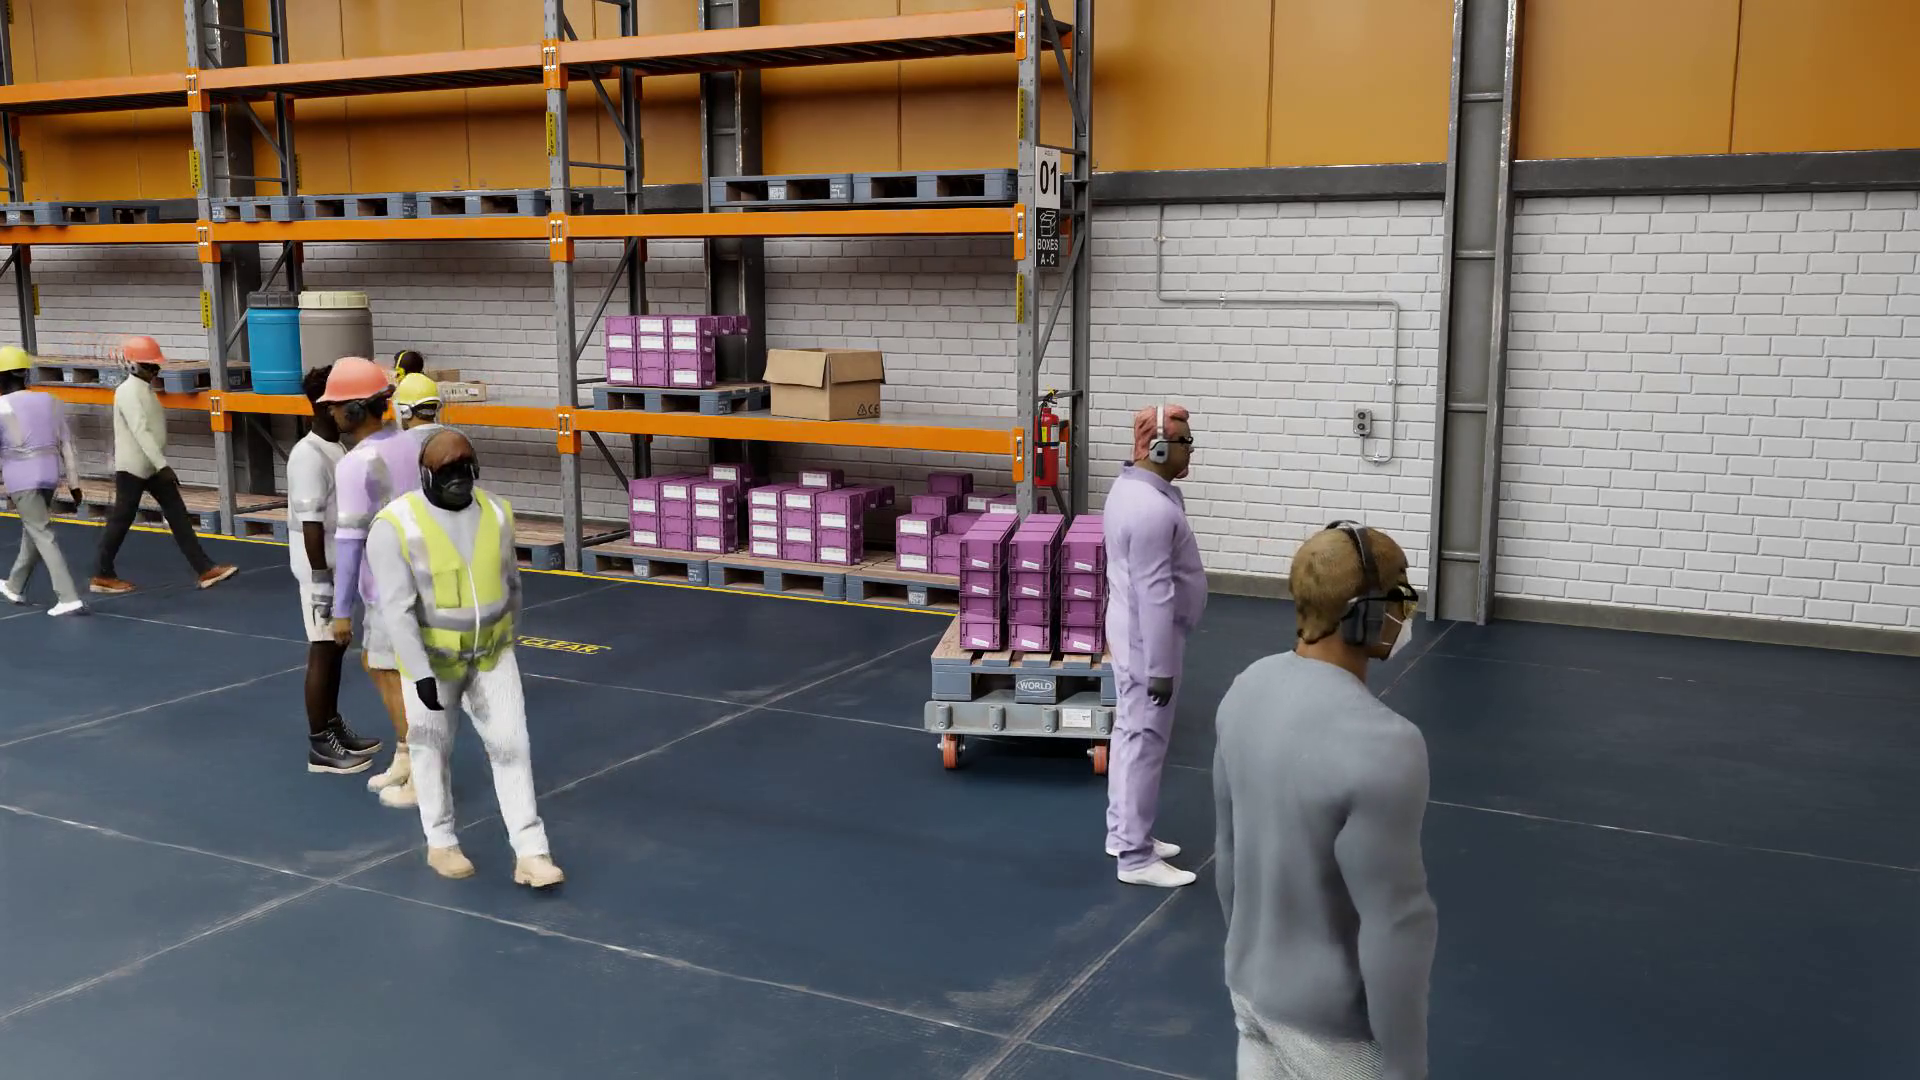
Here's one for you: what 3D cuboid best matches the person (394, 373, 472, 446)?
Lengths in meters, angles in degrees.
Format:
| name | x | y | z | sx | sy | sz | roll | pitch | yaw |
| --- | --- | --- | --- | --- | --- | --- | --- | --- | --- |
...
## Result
| name | x | y | z | sx | sy | sz | roll | pitch | yaw |
| --- | --- | --- | --- | --- | --- | --- | --- | --- | --- |
| person | -3.058 | -0.037 | 9.517 | 0.404 | 1.833 | 0.586 | 5 | 11 | 30 |

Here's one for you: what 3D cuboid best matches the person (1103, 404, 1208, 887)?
| name | x | y | z | sx | sy | sz | roll | pitch | yaw |
| --- | --- | --- | --- | --- | --- | --- | --- | --- | --- |
| person | 0.770 | 0.413 | 6.555 | 0.403 | 1.900 | 0.642 | 0 | 9 | -1 |

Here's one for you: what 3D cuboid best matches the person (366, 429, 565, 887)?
| name | x | y | z | sx | sy | sz | roll | pitch | yaw |
| --- | --- | --- | --- | --- | --- | --- | --- | --- | --- |
| person | -1.889 | 0.482 | 6.396 | 0.636 | 1.804 | 0.878 | -8 | 12 | -41 |

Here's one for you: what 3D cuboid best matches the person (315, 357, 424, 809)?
| name | x | y | z | sx | sy | sz | roll | pitch | yaw |
| --- | --- | --- | --- | --- | --- | --- | --- | --- | --- |
| person | -2.567 | 0.205 | 7.401 | 0.595 | 2.029 | 0.668 | 1 | 9 | 8 |

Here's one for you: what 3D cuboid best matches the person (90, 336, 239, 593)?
| name | x | y | z | sx | sy | sz | roll | pitch | yaw |
| --- | --- | --- | --- | --- | --- | --- | --- | --- | --- |
| person | -6.054 | -0.550 | 12.421 | 1.053 | 1.930 | 0.594 | -1 | 9 | -4 |

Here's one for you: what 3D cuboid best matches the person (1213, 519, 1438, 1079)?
| name | x | y | z | sx | sy | sz | roll | pitch | yaw |
| --- | --- | --- | --- | --- | --- | --- | --- | --- | --- |
| person | 0.711 | 0.921 | 3.284 | 0.360 | 1.938 | 0.634 | -3 | 10 | -18 |

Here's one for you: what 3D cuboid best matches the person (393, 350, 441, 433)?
| name | x | y | z | sx | sy | sz | roll | pitch | yaw |
| --- | --- | --- | --- | --- | --- | --- | --- | --- | --- |
| person | -4.067 | -0.521 | 12.577 | 0.995 | 1.830 | 0.508 | 5 | 10 | 28 |

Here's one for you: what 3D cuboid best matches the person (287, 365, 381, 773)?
| name | x | y | z | sx | sy | sz | roll | pitch | yaw |
| --- | --- | --- | --- | --- | --- | --- | --- | --- | --- |
| person | -3.038 | 0.134 | 8.057 | 0.366 | 1.962 | 0.614 | -2 | 9 | -10 |

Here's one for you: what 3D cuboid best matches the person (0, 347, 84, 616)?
| name | x | y | z | sx | sy | sz | roll | pitch | yaw |
| --- | --- | --- | --- | --- | --- | --- | --- | --- | --- |
| person | -6.566 | -0.408 | 11.673 | 1.052 | 1.873 | 0.610 | 4 | 10 | 22 |
